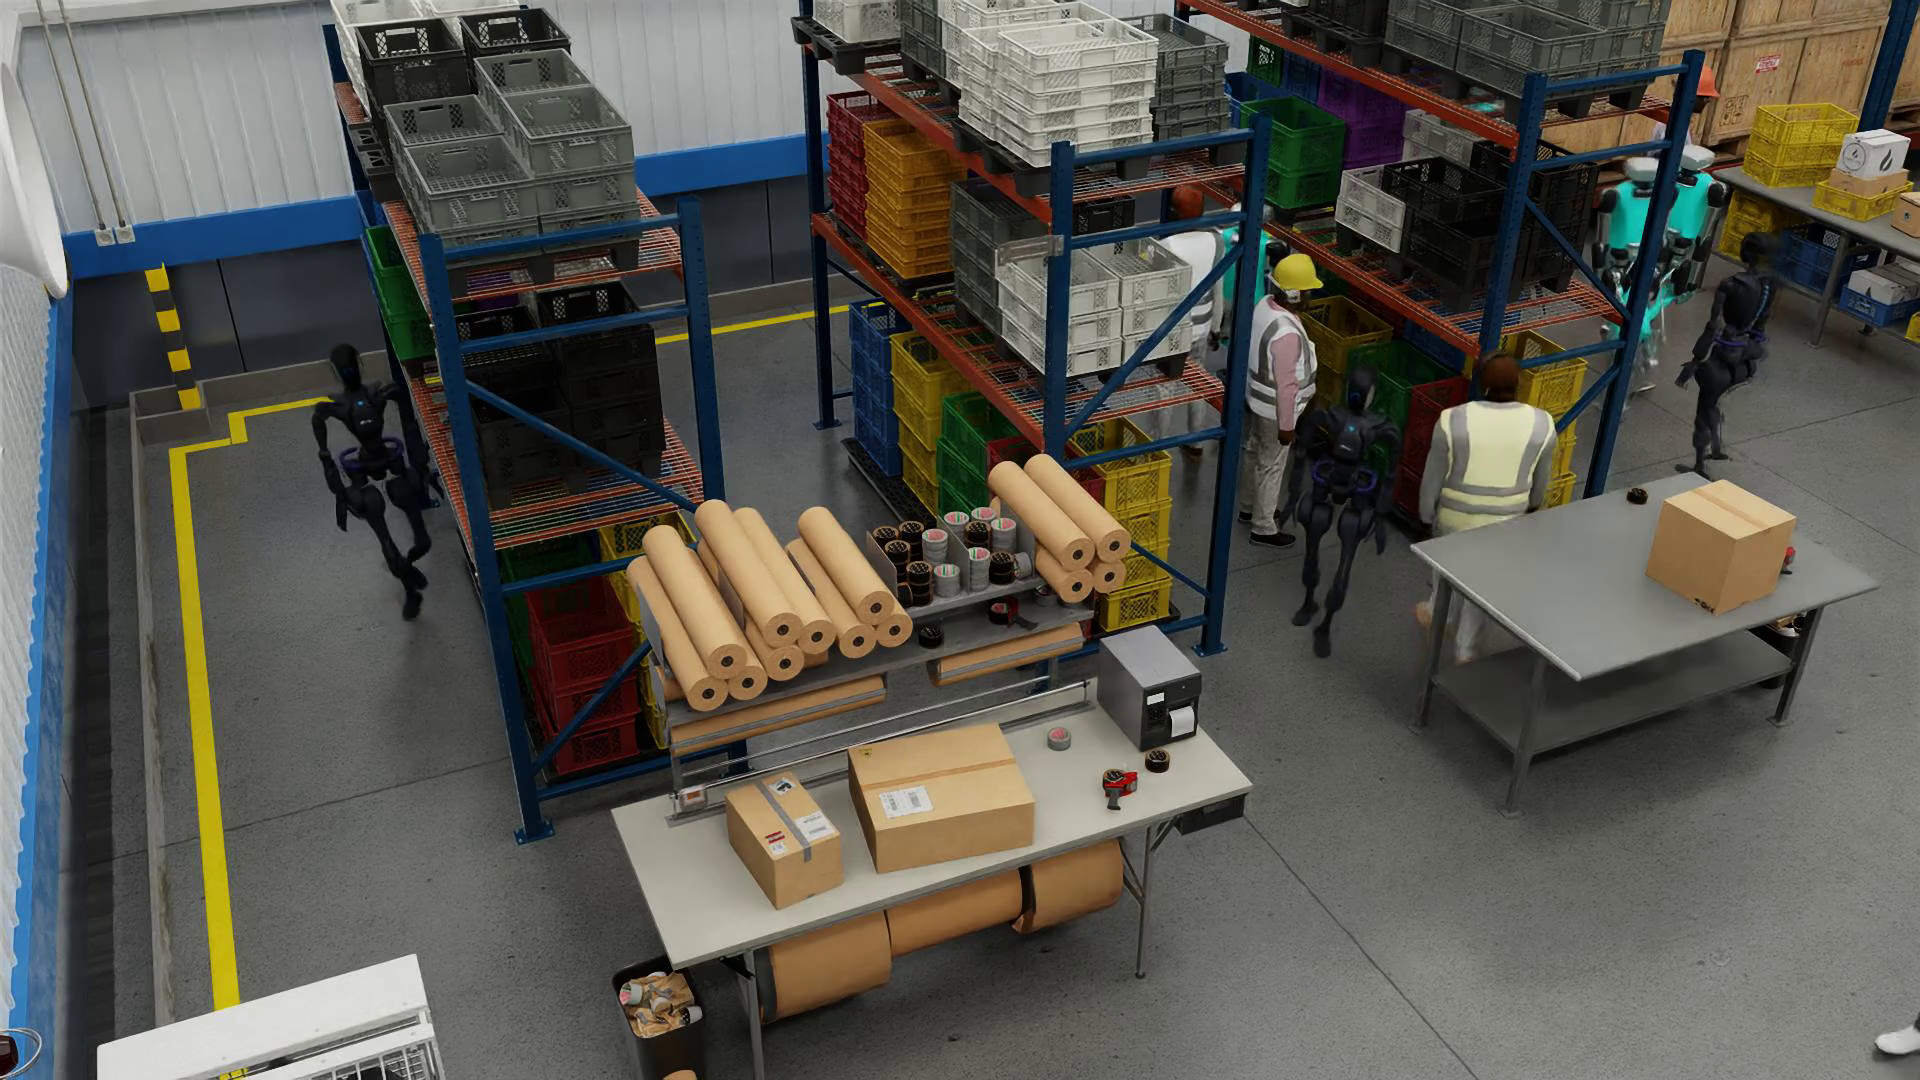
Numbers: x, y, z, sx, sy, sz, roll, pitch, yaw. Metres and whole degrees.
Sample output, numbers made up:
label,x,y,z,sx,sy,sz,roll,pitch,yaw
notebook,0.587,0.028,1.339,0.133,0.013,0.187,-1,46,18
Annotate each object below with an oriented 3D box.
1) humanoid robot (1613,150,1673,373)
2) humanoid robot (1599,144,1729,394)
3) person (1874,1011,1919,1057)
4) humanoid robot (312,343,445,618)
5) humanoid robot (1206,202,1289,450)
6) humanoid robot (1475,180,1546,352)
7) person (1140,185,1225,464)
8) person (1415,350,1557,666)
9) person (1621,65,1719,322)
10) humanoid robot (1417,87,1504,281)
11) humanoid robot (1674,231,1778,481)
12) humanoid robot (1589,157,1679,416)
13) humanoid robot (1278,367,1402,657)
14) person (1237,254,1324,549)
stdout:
label,x,y,z,sx,sy,sz,roll,pitch,yaw
humanoid robot,4.973,-2.016,11.908,0.467,1.646,0.614,-11,33,-17
humanoid robot,4.744,-1.830,11.449,0.747,1.695,0.530,-20,37,-30
person,4.020,1.377,6.272,0.741,1.795,0.610,0,32,-1
humanoid robot,-3.204,-0.353,9.212,0.598,1.634,0.452,-18,36,-27
humanoid robot,1.904,-1.432,10.827,0.530,1.723,0.726,17,36,26
humanoid robot,3.742,-1.735,11.440,0.605,1.660,0.318,-4,32,-7
person,1.409,-1.343,10.627,0.576,1.875,0.370,-10,33,-16
person,2.737,-0.174,8.775,0.662,1.820,0.612,6,32,10
person,5.234,-2.512,12.372,0.405,2.035,0.605,13,34,20
humanoid robot,3.798,-2.726,13.109,0.726,1.897,0.540,19,36,27
humanoid robot,4.822,-1.151,10.495,0.609,1.651,0.359,-15,35,-23
humanoid robot,4.558,-1.637,11.203,0.533,1.768,0.698,-5,32,-7
humanoid robot,2.002,-0.162,8.898,0.594,1.634,0.598,11,33,17
person,1.882,-0.822,9.816,0.404,1.827,0.601,-2,32,-4
